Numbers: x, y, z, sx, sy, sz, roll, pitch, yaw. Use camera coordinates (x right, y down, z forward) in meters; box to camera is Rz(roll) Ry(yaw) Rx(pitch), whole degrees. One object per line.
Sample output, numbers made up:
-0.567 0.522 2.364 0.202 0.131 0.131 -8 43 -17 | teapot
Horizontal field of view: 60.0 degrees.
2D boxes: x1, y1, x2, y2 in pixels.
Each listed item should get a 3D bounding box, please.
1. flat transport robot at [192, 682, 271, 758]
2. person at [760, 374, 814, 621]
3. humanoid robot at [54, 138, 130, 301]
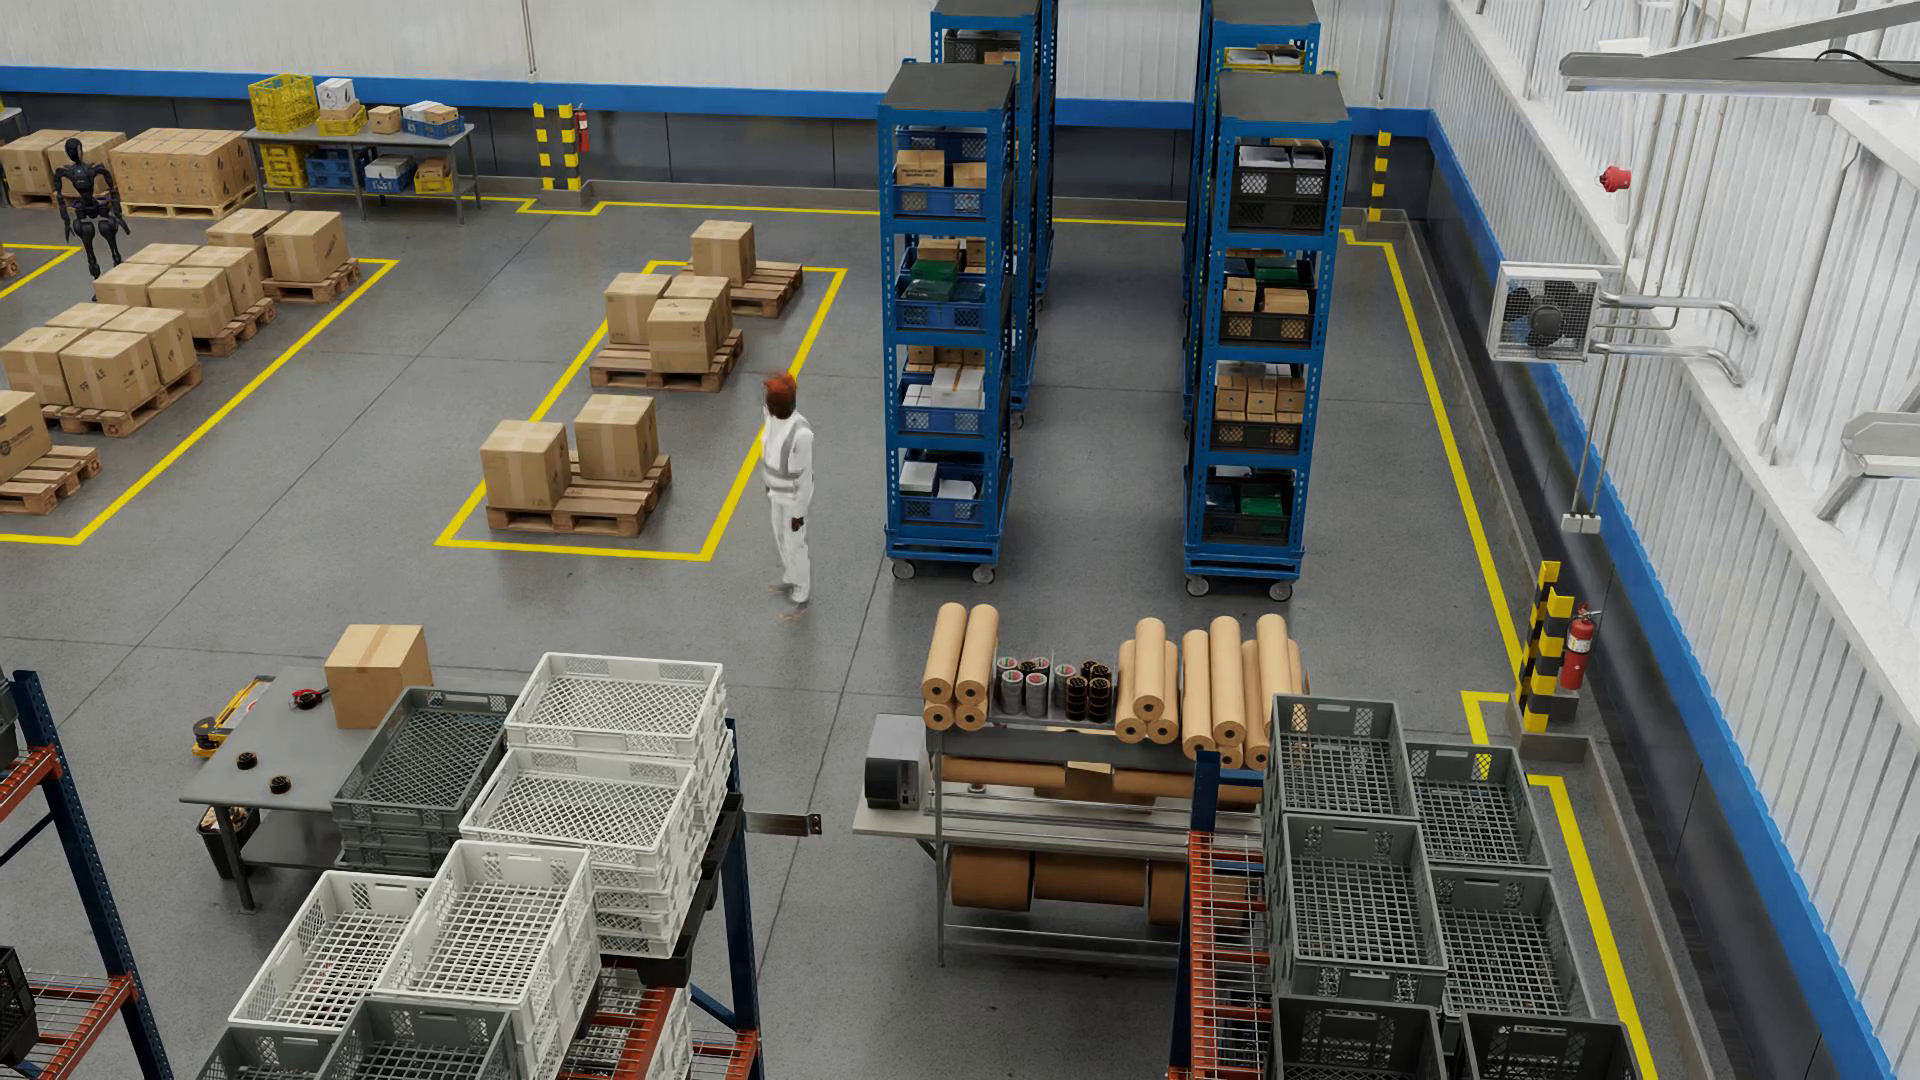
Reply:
-4.089 1.163 10.648 1.431 0.197 0.652 3 30 6 | flat transport robot
-1.215 -0.330 11.661 0.352 1.868 0.663 -17 34 -27 | person
-8.769 -3.248 16.838 0.608 1.657 0.312 -10 32 -17 | humanoid robot
